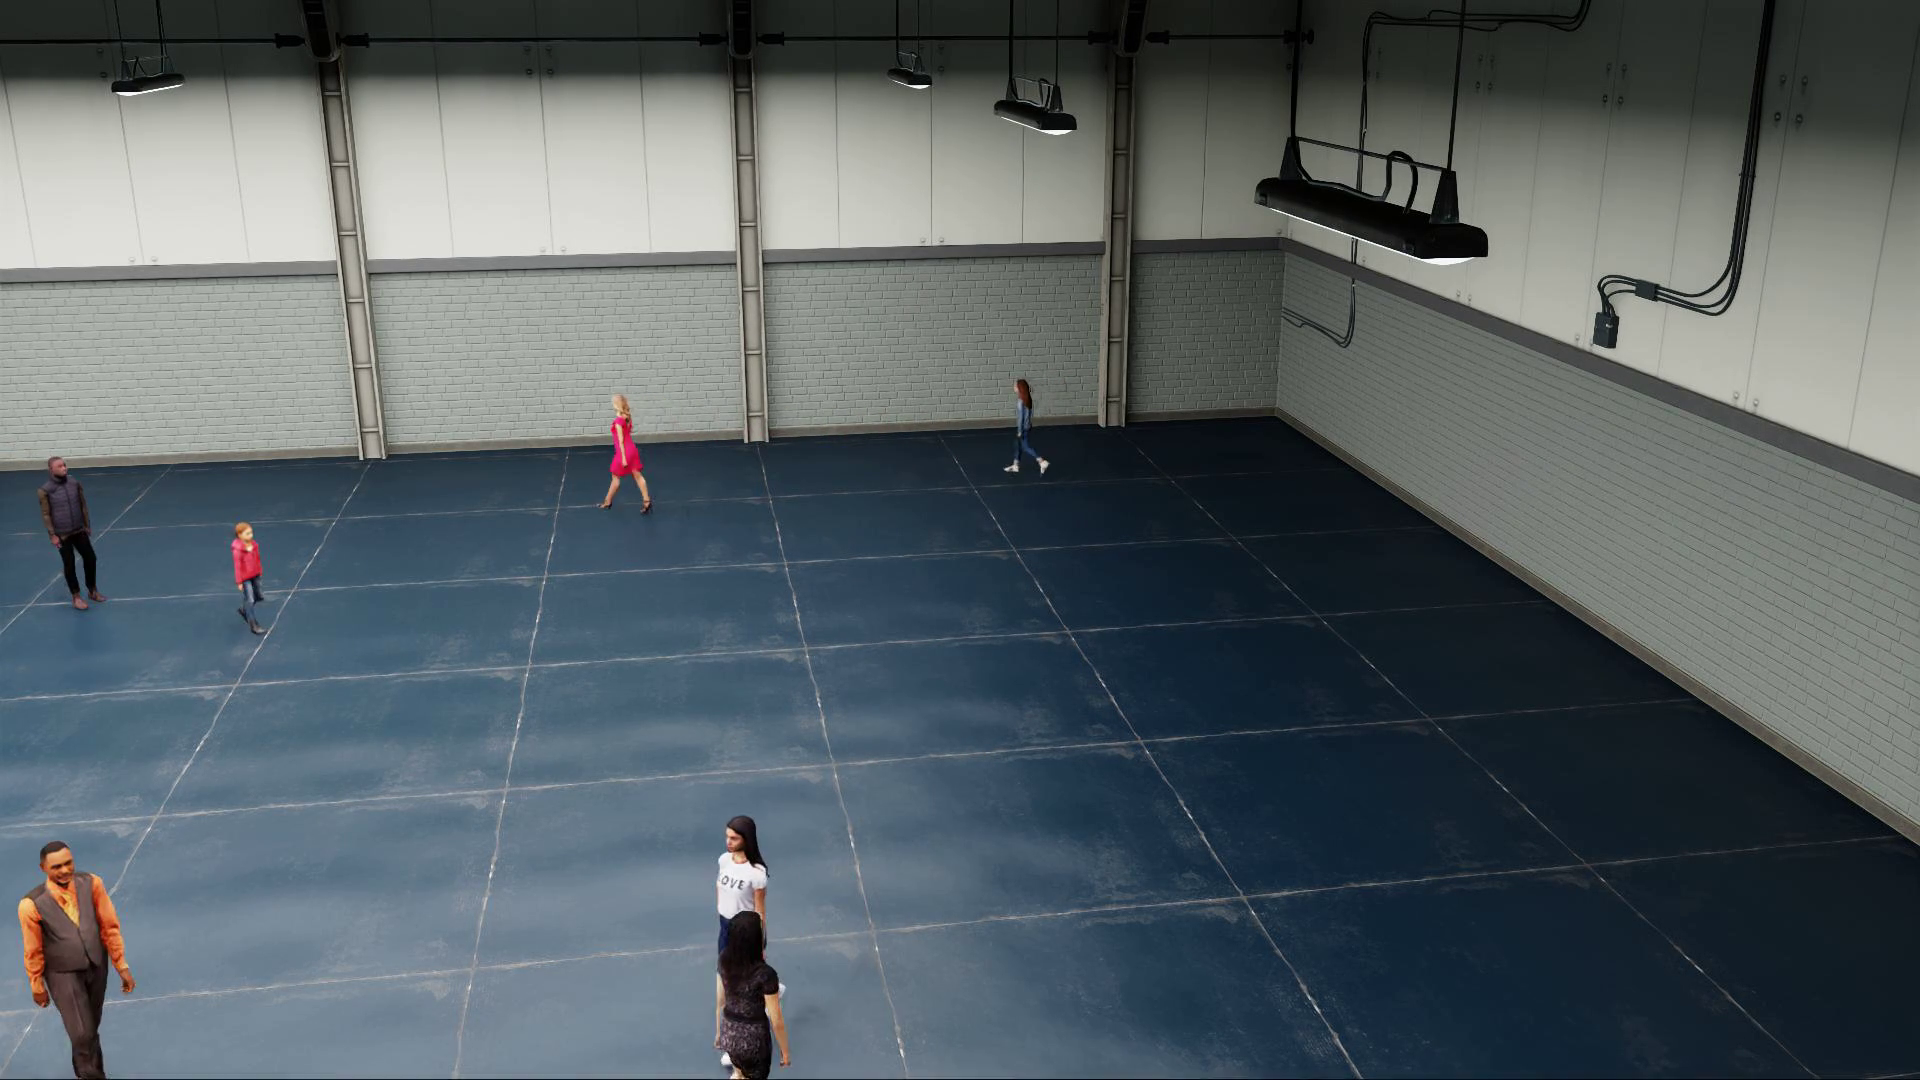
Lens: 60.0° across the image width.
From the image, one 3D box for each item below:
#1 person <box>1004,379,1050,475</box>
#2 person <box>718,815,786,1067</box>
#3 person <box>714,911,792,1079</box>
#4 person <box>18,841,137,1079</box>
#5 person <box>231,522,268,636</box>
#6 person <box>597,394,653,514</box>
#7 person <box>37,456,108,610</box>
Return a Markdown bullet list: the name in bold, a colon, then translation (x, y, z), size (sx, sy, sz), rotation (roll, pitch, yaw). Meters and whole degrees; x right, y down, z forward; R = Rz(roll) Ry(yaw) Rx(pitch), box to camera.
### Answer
- **person**: translation (1.036, -1.673, 24.993), size (1.049, 1.450, 0.852), rotation (5, 19, 16)
- **person**: translation (-1.404, 2.652, 11.214), size (0.904, 1.758, 0.987), rotation (14, 23, 36)
- **person**: translation (-1.330, 3.066, 9.921), size (0.812, 1.772, 0.872), rotation (9, 20, 27)
- **person**: translation (-5.748, 2.754, 10.710), size (1.127, 1.877, 1.062), rotation (11, 21, 31)
- **person**: translation (-8.085, 0.425, 18.784), size (0.796, 1.305, 0.707), rotation (8, 20, 23)
- **person**: translation (-4.537, -1.162, 23.045), size (1.108, 1.685, 0.866), rotation (5, 19, 14)
- **person**: translation (-10.510, -0.098, 19.537), size (0.881, 1.833, 0.831), rotation (11, 21, 30)
